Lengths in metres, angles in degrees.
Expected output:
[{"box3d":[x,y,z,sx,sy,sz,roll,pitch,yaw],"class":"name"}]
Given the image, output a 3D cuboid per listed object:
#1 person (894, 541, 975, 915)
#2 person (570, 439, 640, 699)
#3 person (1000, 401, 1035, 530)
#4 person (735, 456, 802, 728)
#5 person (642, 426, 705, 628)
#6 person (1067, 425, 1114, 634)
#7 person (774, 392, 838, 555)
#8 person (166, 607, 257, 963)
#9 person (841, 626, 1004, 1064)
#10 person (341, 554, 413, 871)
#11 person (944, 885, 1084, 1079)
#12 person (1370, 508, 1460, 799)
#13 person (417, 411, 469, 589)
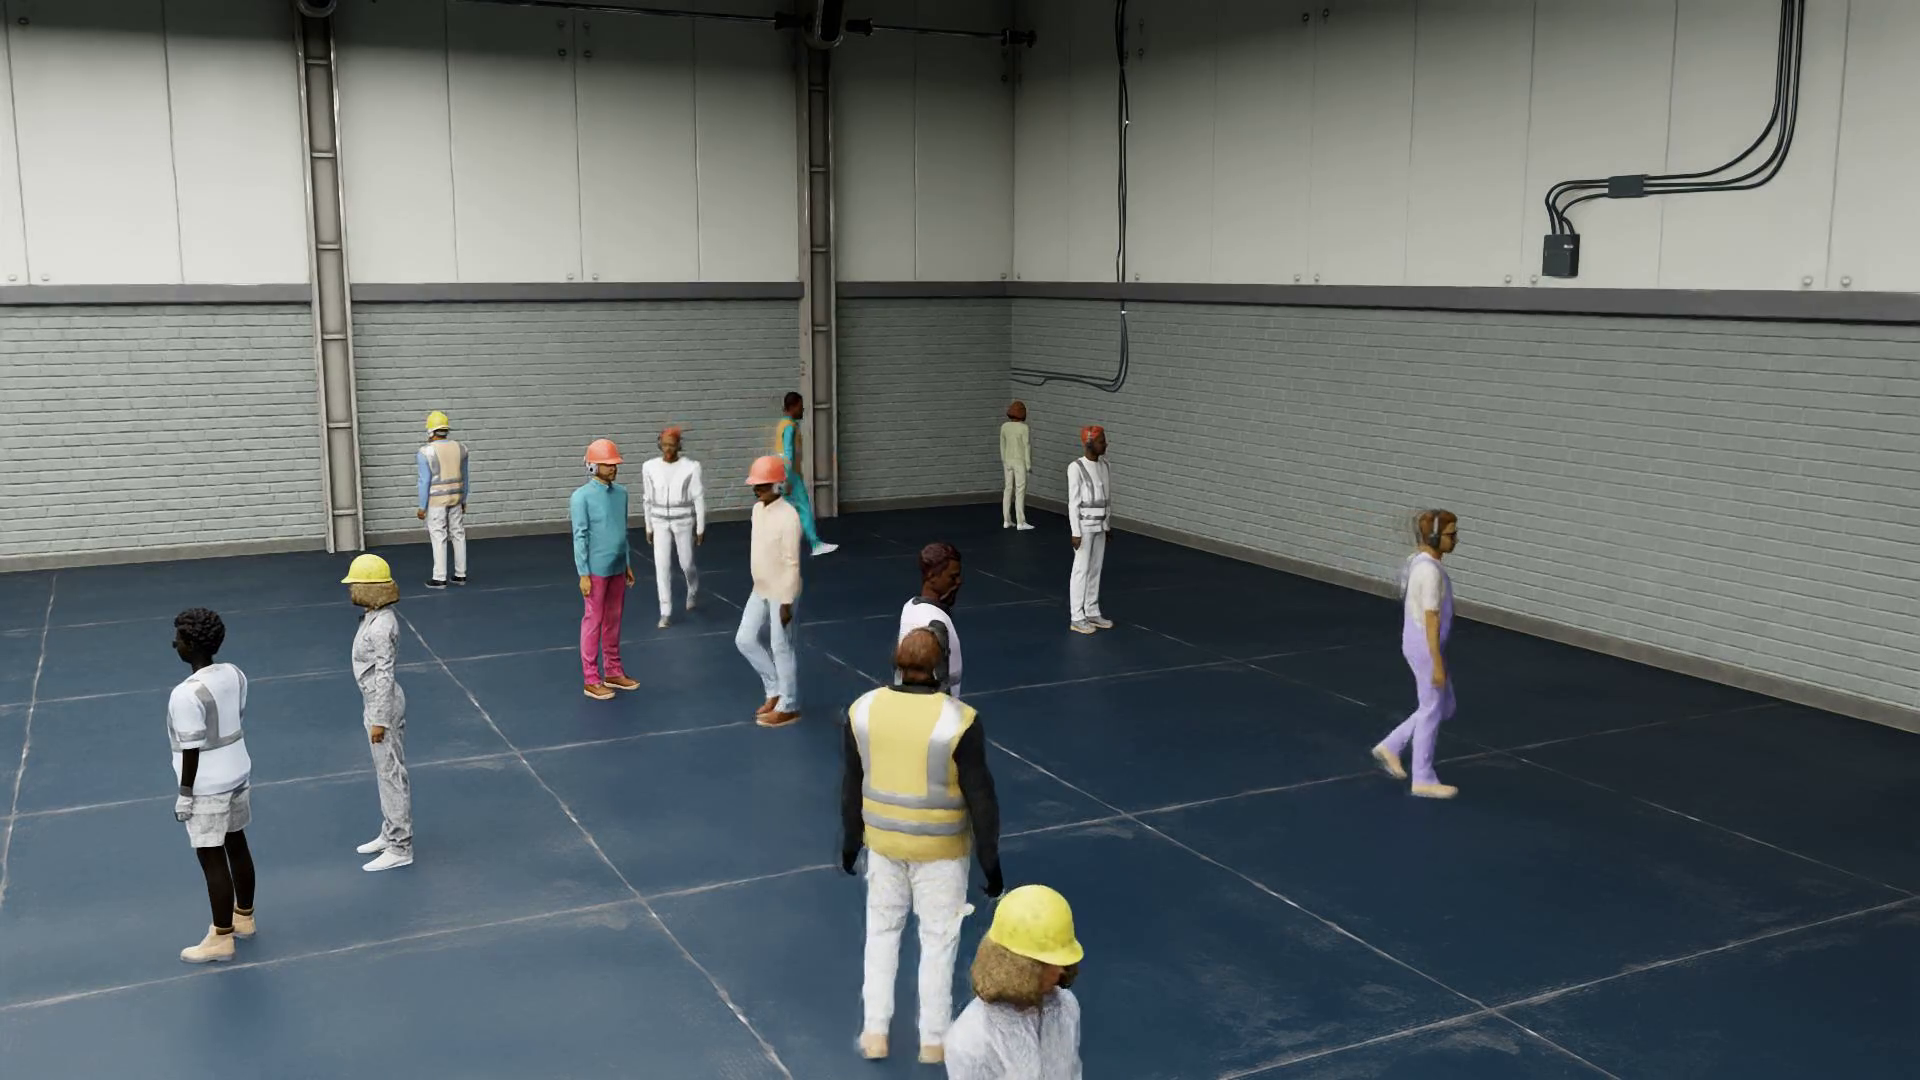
[{"box3d":[-0.161,0.957,8.525,0.394,1.915,0.587,-2,9,-12],"class":"person"},{"box3d":[-2.740,0.214,12.851,0.381,1.994,0.614,4,10,25],"class":"person"},{"box3d":[0.720,-0.946,21.109,0.289,1.633,0.497,-9,13,-44],"class":"person"},{"box3d":[-1.353,0.376,11.904,0.449,1.973,0.650,-6,11,-35],"class":"person"},{"box3d":[-2.654,-0.153,15.565,0.588,1.860,0.824,1,9,3],"class":"person"},{"box3d":[1.196,-0.103,15.147,0.347,1.883,0.584,7,12,37],"class":"person"},{"box3d":[-1.809,-0.749,19.101,0.883,1.885,0.620,-2,9,-12],"class":"person"},{"box3d":[-3.581,1.158,7.952,0.318,1.697,0.536,0,9,2],"class":"person"},{"box3d":[-0.169,1.273,6.895,0.716,1.829,0.459,5,10,26],"class":"person"},{"box3d":[-3.210,0.938,9.162,0.294,1.744,0.487,-4,10,-23],"class":"person"},{"box3d":[0.166,1.725,4.347,0.425,1.728,0.507,8,12,41],"class":"person"},{"box3d":[2.882,0.708,10.304,0.471,1.829,0.513,3,10,15],"class":"person"},{"box3d":[-5.361,-0.413,17.208,0.403,1.835,0.588,7,12,37],"class":"person"}]
